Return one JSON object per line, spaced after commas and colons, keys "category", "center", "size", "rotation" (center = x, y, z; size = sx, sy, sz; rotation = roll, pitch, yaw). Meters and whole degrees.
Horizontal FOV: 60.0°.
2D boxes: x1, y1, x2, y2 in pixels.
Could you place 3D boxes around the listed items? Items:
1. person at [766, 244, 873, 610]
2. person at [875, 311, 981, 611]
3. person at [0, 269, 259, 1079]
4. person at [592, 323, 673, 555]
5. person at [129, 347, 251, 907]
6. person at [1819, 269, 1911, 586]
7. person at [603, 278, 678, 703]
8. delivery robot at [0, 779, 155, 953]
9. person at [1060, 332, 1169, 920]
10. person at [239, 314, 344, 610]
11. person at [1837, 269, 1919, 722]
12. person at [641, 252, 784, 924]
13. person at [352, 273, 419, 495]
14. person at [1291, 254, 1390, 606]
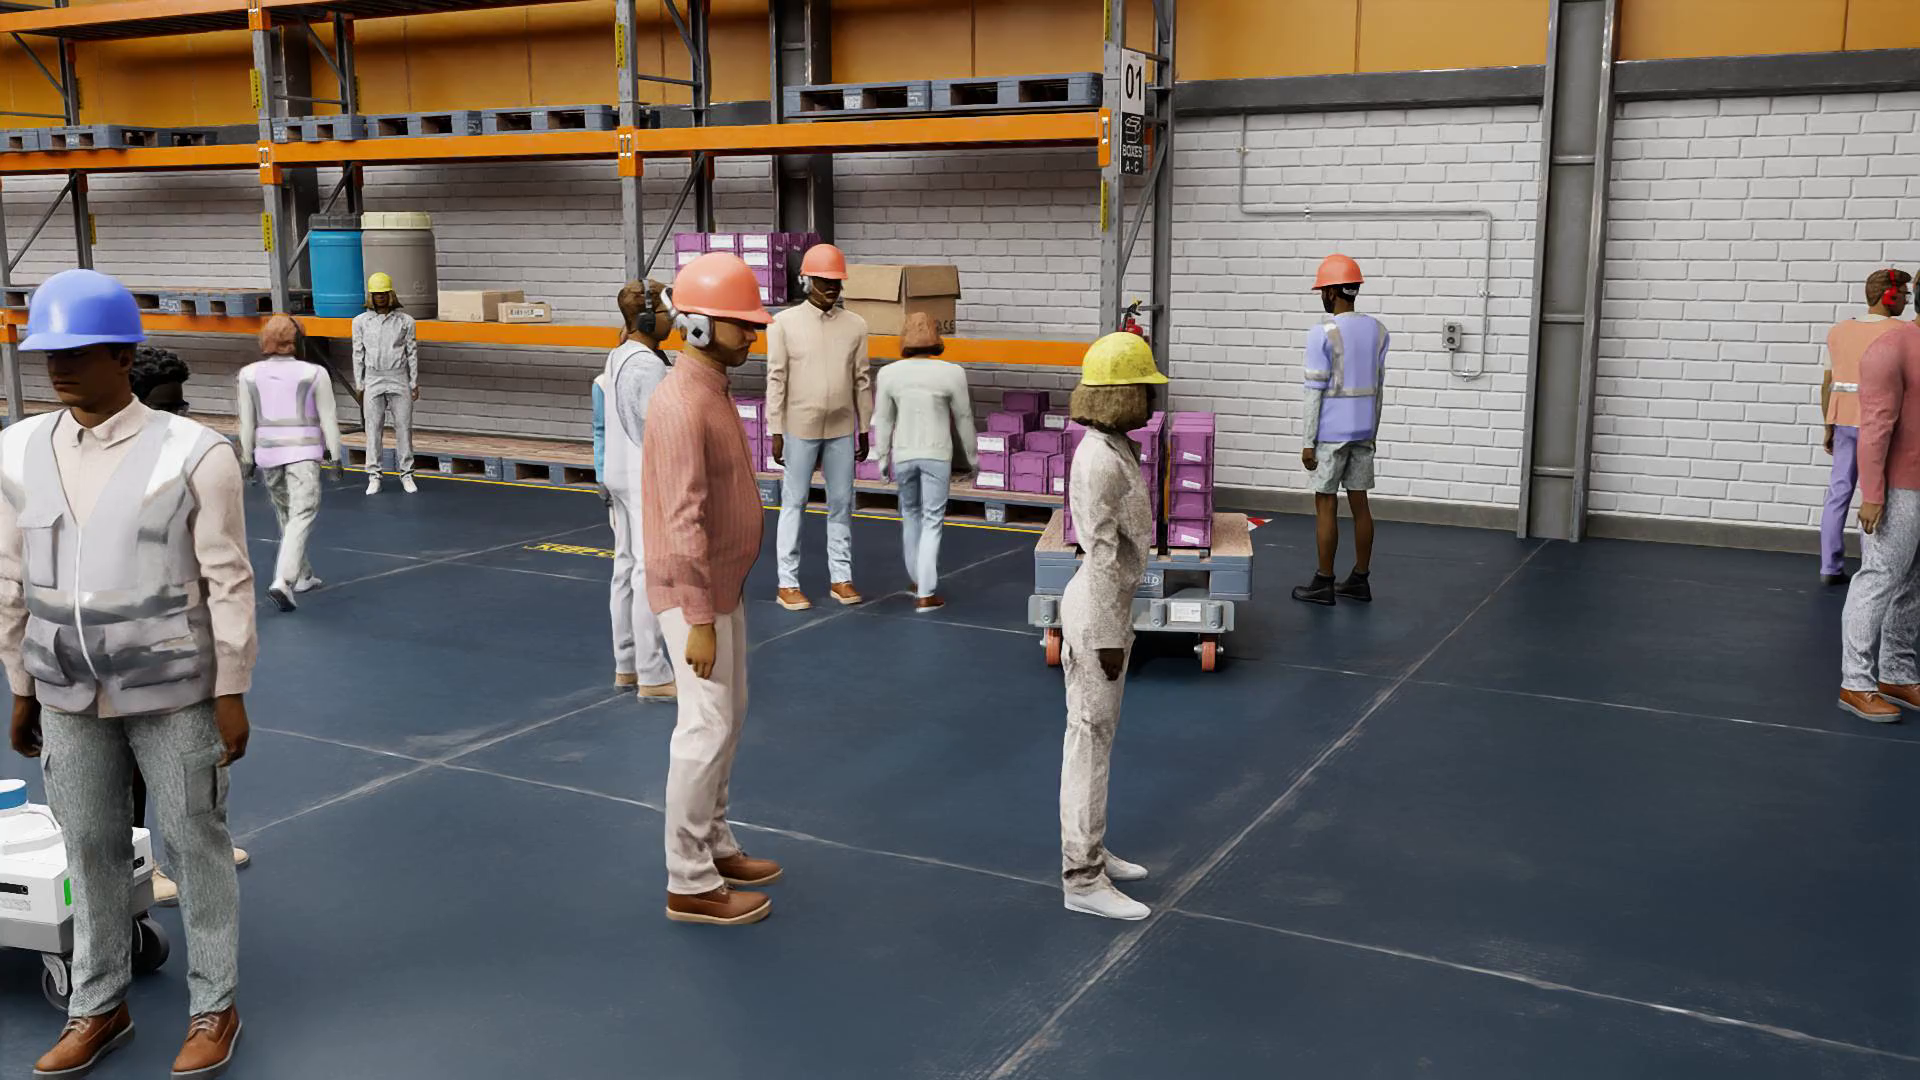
{"category": "person", "center": [-0.756, -0.611, 9.090], "size": [0.623, 1.986, 0.405], "rotation": [-5, 12, -26]}
{"category": "person", "center": [-0.163, -0.433, 9.099], "size": [0.552, 1.623, 0.489], "rotation": [3, 11, 17]}
{"category": "person", "center": [-1.980, 0.341, 3.955], "size": [0.605, 1.949, 0.402], "rotation": [0, 10, 3]}
{"category": "person", "center": [-1.593, -0.311, 8.409], "size": [0.527, 1.627, 0.313], "rotation": [-6, 12, -29]}
{"category": "person", "center": [-2.462, 0.256, 5.122], "size": [0.319, 1.693, 0.532], "rotation": [3, 11, 15]}
{"category": "person", "center": [5.169, -0.618, 9.504], "size": [0.391, 1.841, 0.564], "rotation": [-5, 11, -25]}
{"category": "person", "center": [-1.377, -0.215, 7.286], "size": [0.346, 1.845, 0.505], "rotation": [-6, 12, -31]}
{"category": "delivery robot", "center": [-2.560, 0.892, 4.499], "size": [0.707, 0.478, 0.477], "rotation": [3, 11, 15]}
{"category": "person", "center": [0.459, 0.249, 5.020], "size": [0.306, 1.745, 0.483], "rotation": [1, 10, 8]}
{"category": "person", "center": [-3.707, -0.438, 9.177], "size": [0.529, 1.607, 0.821], "rotation": [0, 10, 1]}
{"category": "person", "center": [4.008, -0.208, 6.991], "size": [0.635, 1.937, 0.352], "rotation": [-5, 11, -24]}
{"category": "person", "center": [-0.729, 0.155, 4.908], "size": [0.410, 1.980, 0.627], "rotation": [0, 10, 0]}
{"category": "person", "center": [-4.522, -1.229, 13.124], "size": [0.493, 1.743, 0.295], "rotation": [-4, 11, -20]}
{"category": "person", "center": [2.080, -0.598, 9.171], "size": [0.543, 1.929, 0.386], "rotation": [-6, 12, -28]}
